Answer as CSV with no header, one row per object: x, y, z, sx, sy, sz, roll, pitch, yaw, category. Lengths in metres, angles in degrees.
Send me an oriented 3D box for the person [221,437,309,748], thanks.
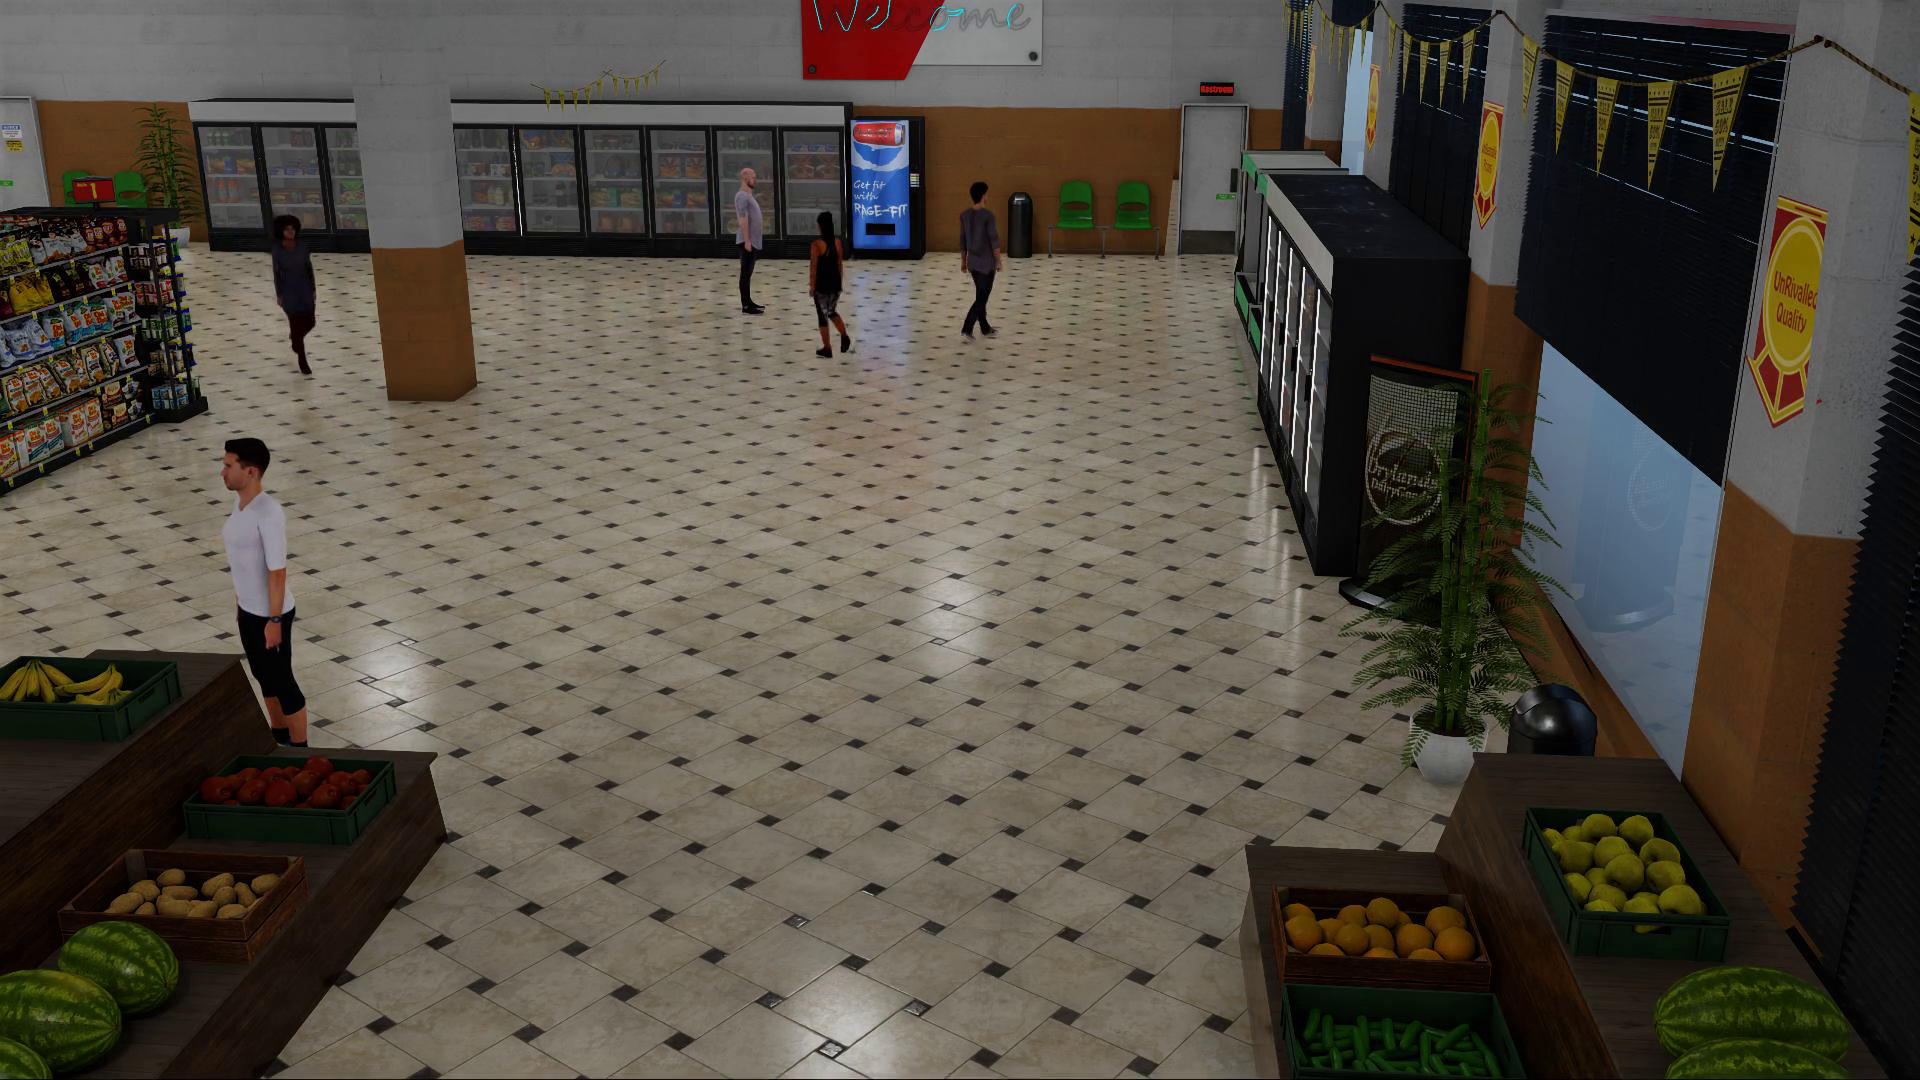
-3.704,0.348,8.860,0.795,1.852,0.746,-16,25,-40,person

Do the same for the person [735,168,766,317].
-2.707,-3.824,21.255,0.755,1.839,0.565,-1,19,-3,person

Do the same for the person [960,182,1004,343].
0.203,-3.254,19.556,1.134,1.845,1.050,-17,25,-41,person

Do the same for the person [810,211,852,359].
-1.446,-2.842,18.634,0.811,1.653,0.862,-17,25,-40,person

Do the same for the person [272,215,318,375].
-7.235,-2.669,18.054,0.913,1.695,0.981,-14,23,-36,person
